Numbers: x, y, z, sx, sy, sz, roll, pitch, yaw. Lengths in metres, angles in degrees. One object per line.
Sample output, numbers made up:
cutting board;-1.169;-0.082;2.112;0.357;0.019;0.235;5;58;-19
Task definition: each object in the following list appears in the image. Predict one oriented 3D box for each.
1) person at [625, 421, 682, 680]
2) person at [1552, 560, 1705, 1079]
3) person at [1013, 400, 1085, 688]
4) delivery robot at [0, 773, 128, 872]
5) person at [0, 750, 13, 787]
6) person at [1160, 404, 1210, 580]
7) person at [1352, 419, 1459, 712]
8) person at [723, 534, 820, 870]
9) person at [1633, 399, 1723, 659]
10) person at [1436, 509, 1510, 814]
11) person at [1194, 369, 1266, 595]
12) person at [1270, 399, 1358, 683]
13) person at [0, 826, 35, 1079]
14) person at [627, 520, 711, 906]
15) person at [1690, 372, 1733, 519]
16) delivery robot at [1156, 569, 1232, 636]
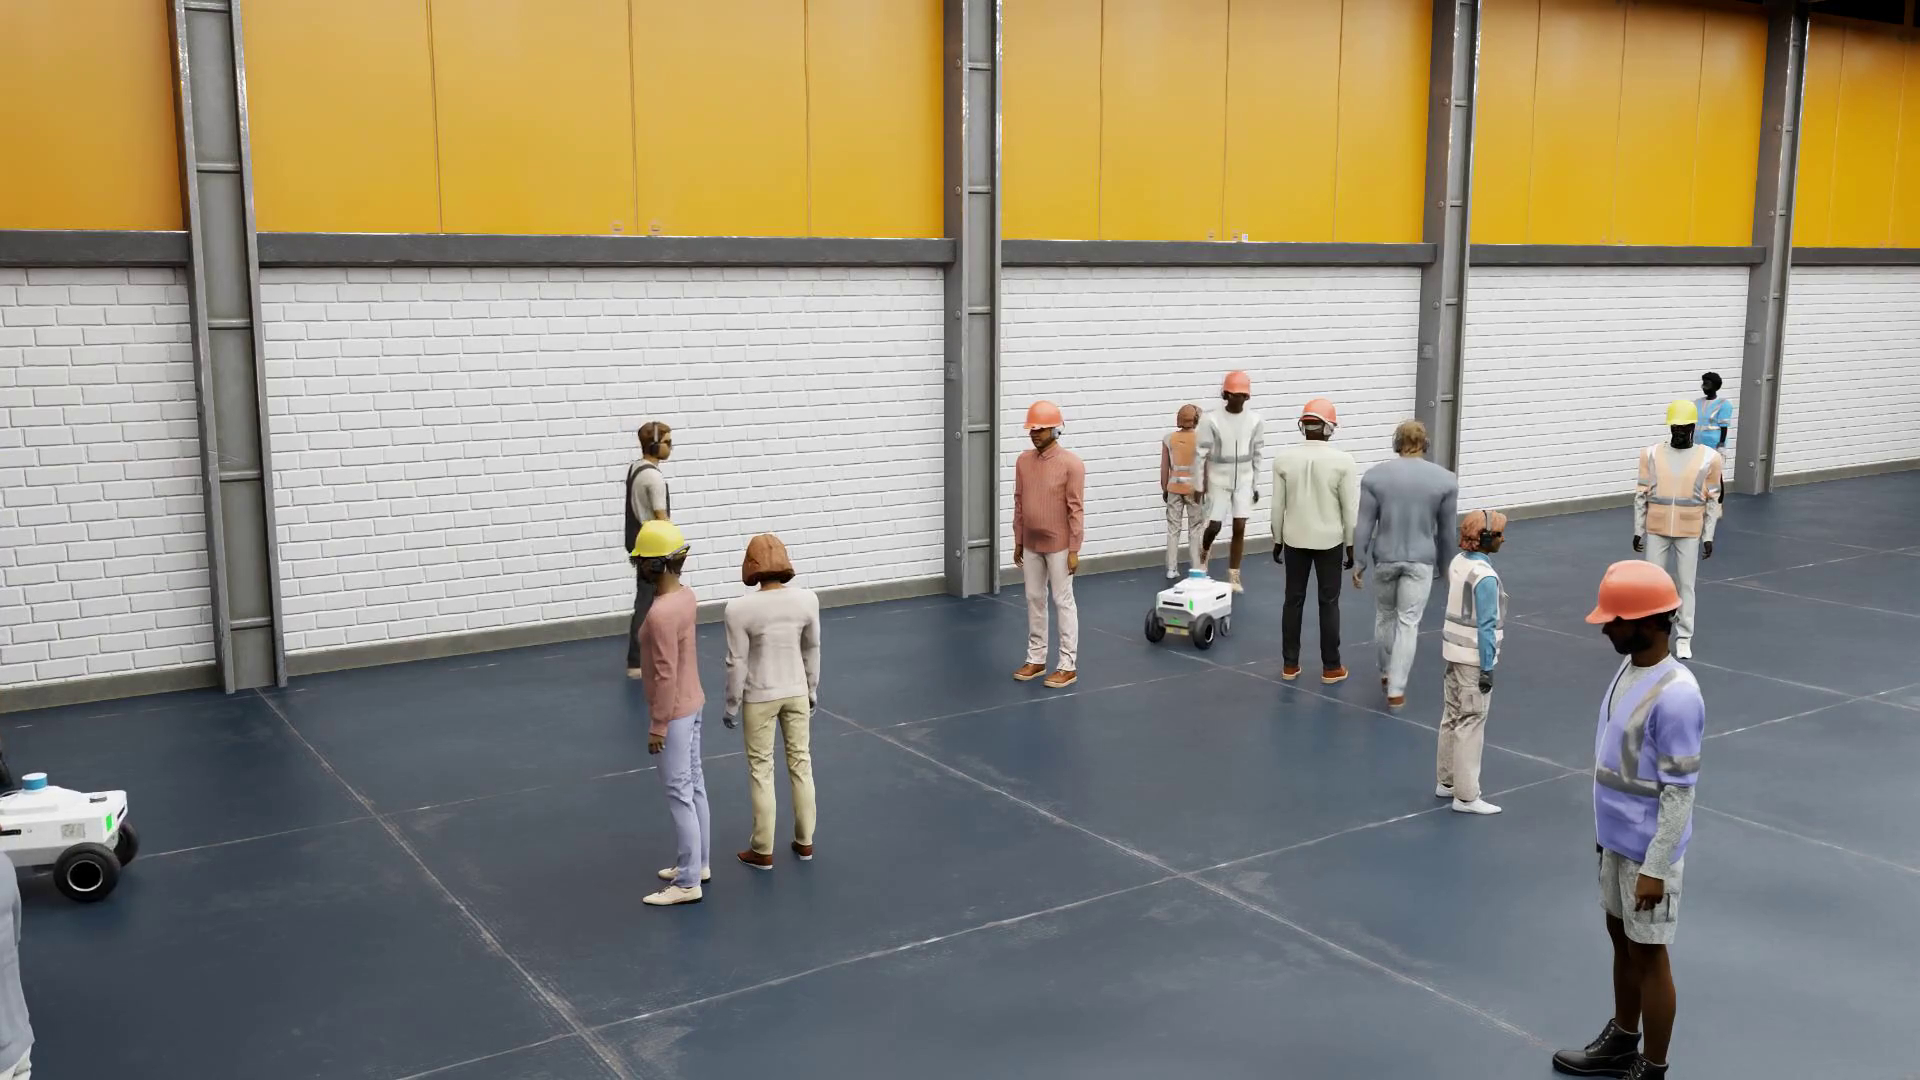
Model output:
person;-2.087;0.073;11.699;0.650;1.822;0.553;-4;10;-24
person;2.301;1.019;5.713;0.375;1.927;0.543;1;9;4
person;0.595;0.022;11.543;0.614;1.987;0.407;9;13;43
delivery robot;-4.272;1.325;7.711;0.707;0.478;0.477;-3;10;-15
person;-5.707;0.471;9.117;0.770;1.914;0.552;1;9;4
person;2.089;-0.430;15.314;0.523;1.636;0.310;6;11;33
person;2.973;0.146;11.088;0.637;1.890;0.896;4;10;22
person;-0.907;0.777;8.053;0.499;1.633;0.282;-6;11;-31
person;5.303;-0.082;12.343;0.586;1.928;0.364;5;11;29
person;2.731;0.643;8.871;0.310;1.631;0.509;0;9;-2
person;2.379;-0.534;14.850;0.622;2.013;0.767;-1;10;-8
person;2.478;0.007;11.630;0.611;1.985;0.393;5;10;26
person;-2.593;1.390;4.360;0.277;1.631;0.506;-2;10;-9
person;-1.338;0.785;7.605;0.328;1.767;0.532;1;9;4
person;8.597;-1.087;19.105;0.320;1.692;0.534;-4;10;-23
delivery robot;1.816;0.468;12.871;0.477;0.478;0.707;7;12;35
